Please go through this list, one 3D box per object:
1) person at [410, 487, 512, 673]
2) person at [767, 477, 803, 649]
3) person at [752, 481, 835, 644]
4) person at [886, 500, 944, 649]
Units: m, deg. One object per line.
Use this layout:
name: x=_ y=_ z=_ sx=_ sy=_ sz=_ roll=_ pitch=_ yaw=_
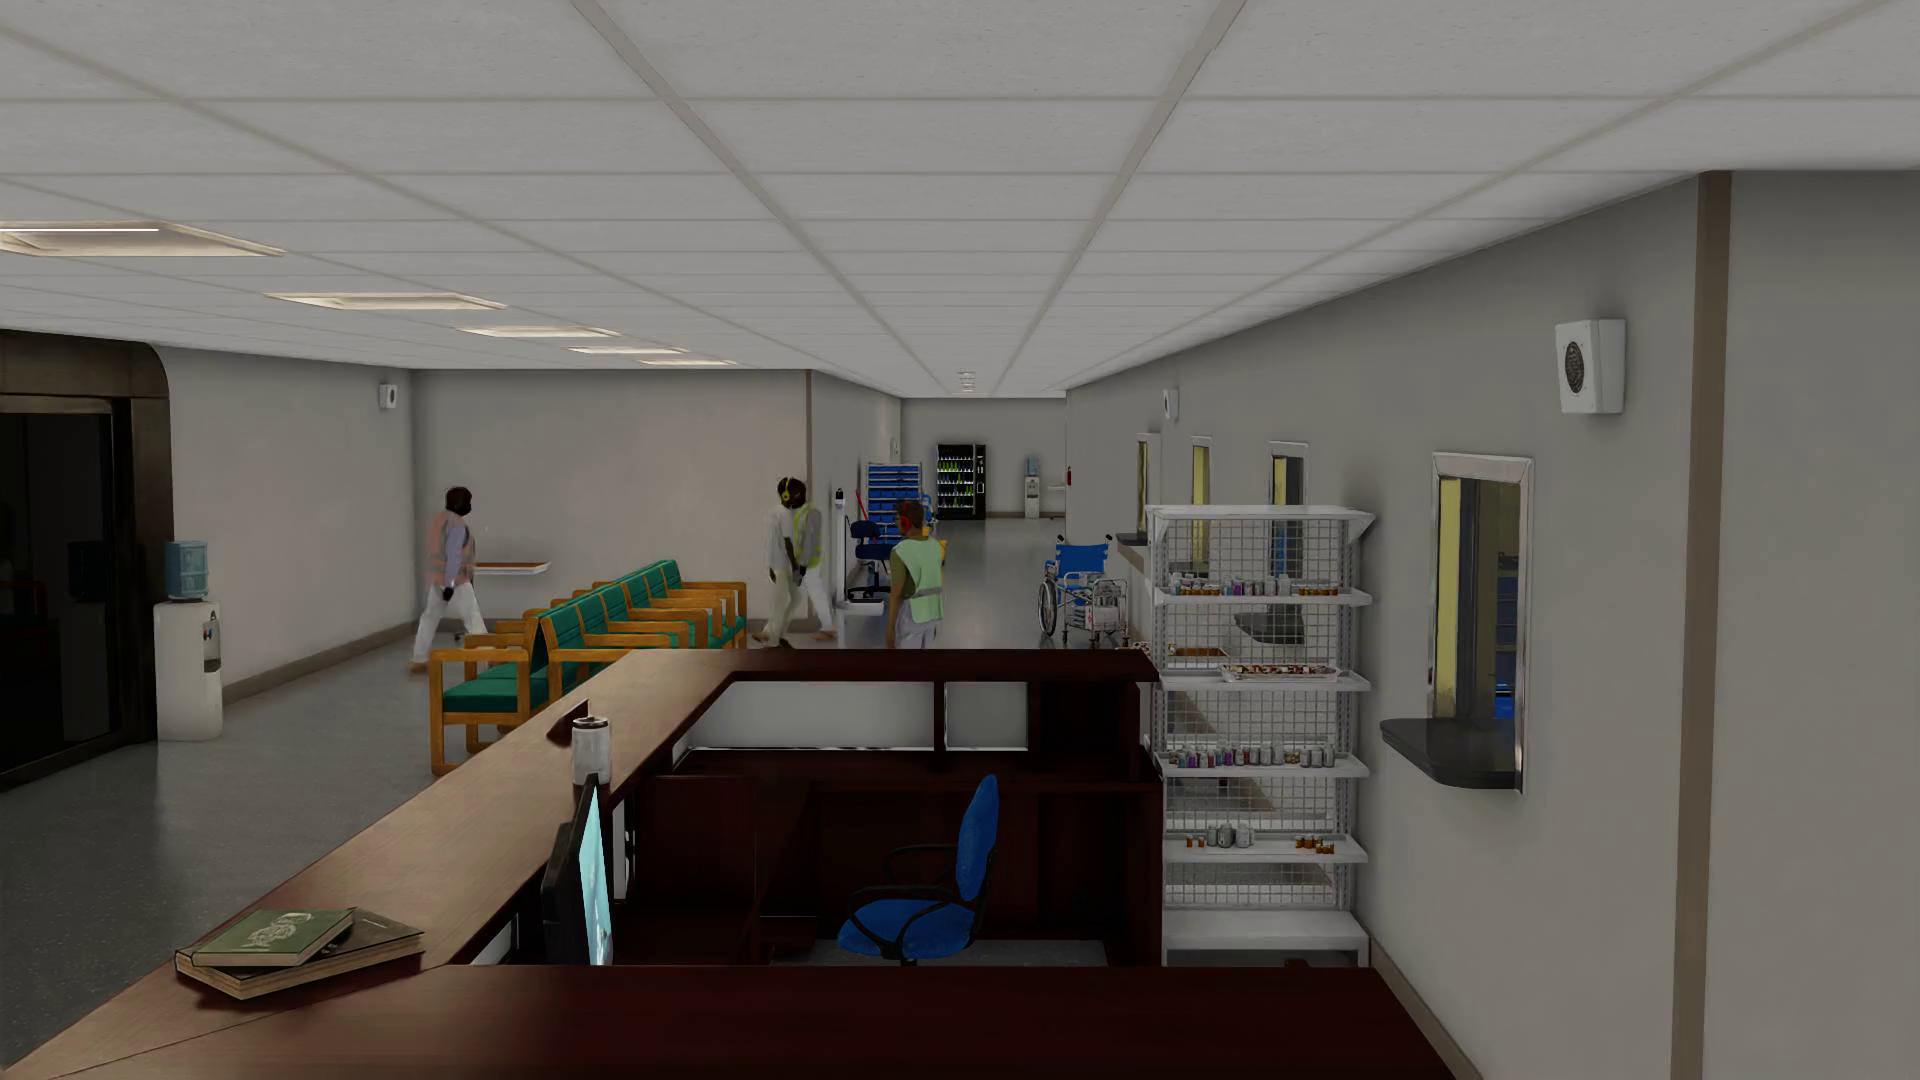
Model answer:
person: x=-4.844 y=0.382 z=16.045 sx=1.004 sy=1.781 sz=0.625 roll=-3 pitch=5 yaw=-38
person: x=-1.778 y=0.279 z=17.077 sx=0.498 sy=1.845 sz=0.545 roll=-1 pitch=4 yaw=-14
person: x=-1.767 y=0.248 z=18.051 sx=1.004 sy=1.778 sz=0.627 roll=-4 pitch=6 yaw=-45
person: x=-0.332 y=0.623 z=12.388 sx=0.403 sy=1.836 sz=0.566 roll=3 pitch=5 yaw=33
